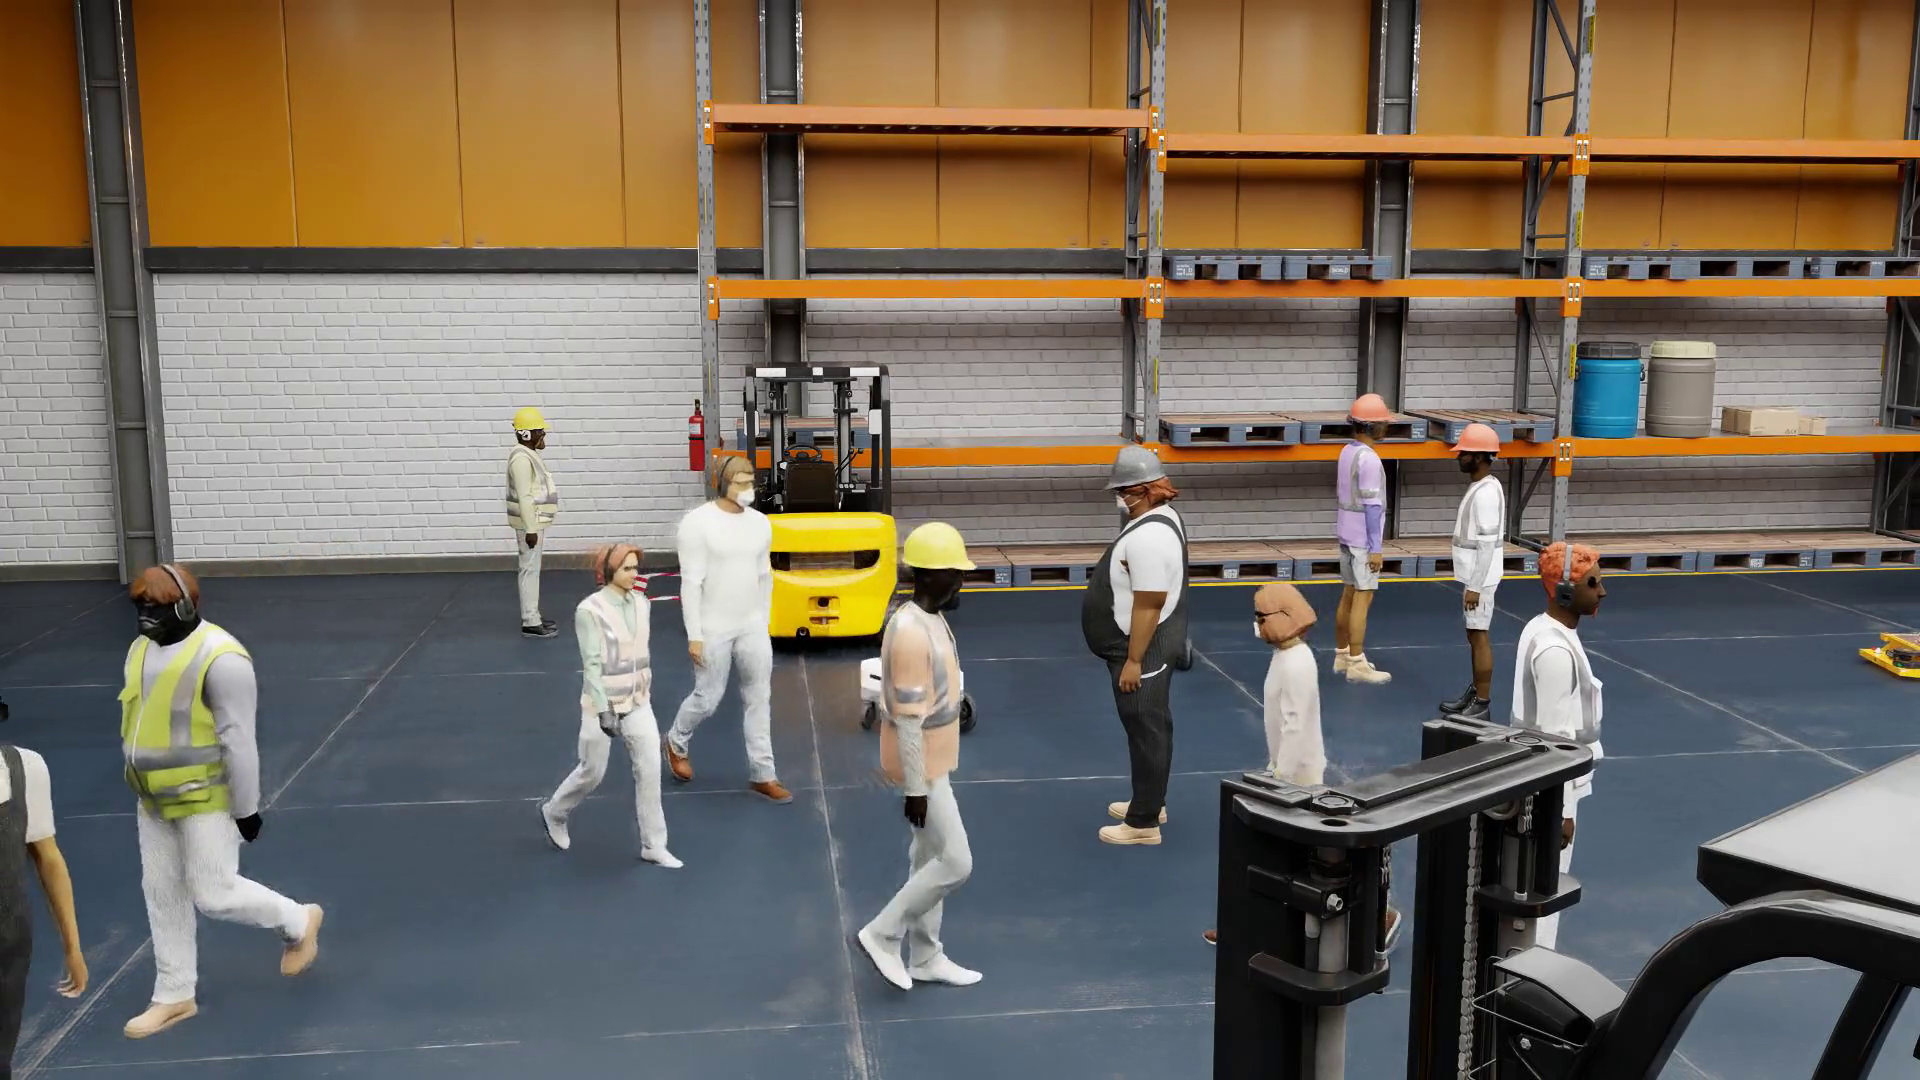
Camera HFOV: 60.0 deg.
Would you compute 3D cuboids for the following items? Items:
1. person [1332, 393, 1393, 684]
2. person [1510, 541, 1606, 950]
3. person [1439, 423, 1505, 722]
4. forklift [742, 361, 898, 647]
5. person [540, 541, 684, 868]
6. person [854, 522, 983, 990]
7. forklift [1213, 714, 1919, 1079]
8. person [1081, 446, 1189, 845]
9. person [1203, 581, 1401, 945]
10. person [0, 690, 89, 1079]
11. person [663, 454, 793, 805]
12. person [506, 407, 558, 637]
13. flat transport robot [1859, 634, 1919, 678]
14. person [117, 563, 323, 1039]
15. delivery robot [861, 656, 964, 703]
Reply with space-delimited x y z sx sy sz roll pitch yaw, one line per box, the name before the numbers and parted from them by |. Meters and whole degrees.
person | 2.864 -0.012 11.775 0.362 2.046 0.614 -1 9 -6
person | 2.267 0.940 6.343 0.349 1.882 0.584 2 9 14
person | 3.283 0.224 10.638 0.360 1.939 0.543 2 9 15
forklift | -1.154 -0.340 13.365 1.214 2.155 2.313 -1 9 -7
person | -1.732 0.790 8.135 0.756 1.613 0.494 6 11 33
person | -0.123 0.876 6.626 0.422 1.916 0.605 1 9 5
forklift | 1.441 1.425 2.350 1.214 2.155 2.313 -7 12 -39
person | 0.885 0.519 8.480 0.537 2.000 0.678 2 9 14
person | 1.474 0.972 7.014 0.777 1.597 0.556 0 9 2
person | -2.771 1.230 4.777 0.863 1.807 0.521 6 11 31
person | -1.290 0.474 9.145 0.650 1.917 0.821 -8 12 -42
person | -3.408 -0.145 13.275 0.404 1.832 0.599 -2 9 -13
flat transport robot | 7.384 0.837 12.004 1.431 0.197 0.652 1 9 5
person | -2.902 0.962 6.429 0.626 1.817 0.690 6 11 32
delivery robot | -0.306 0.894 10.475 0.477 0.478 0.707 -8 12 -42
